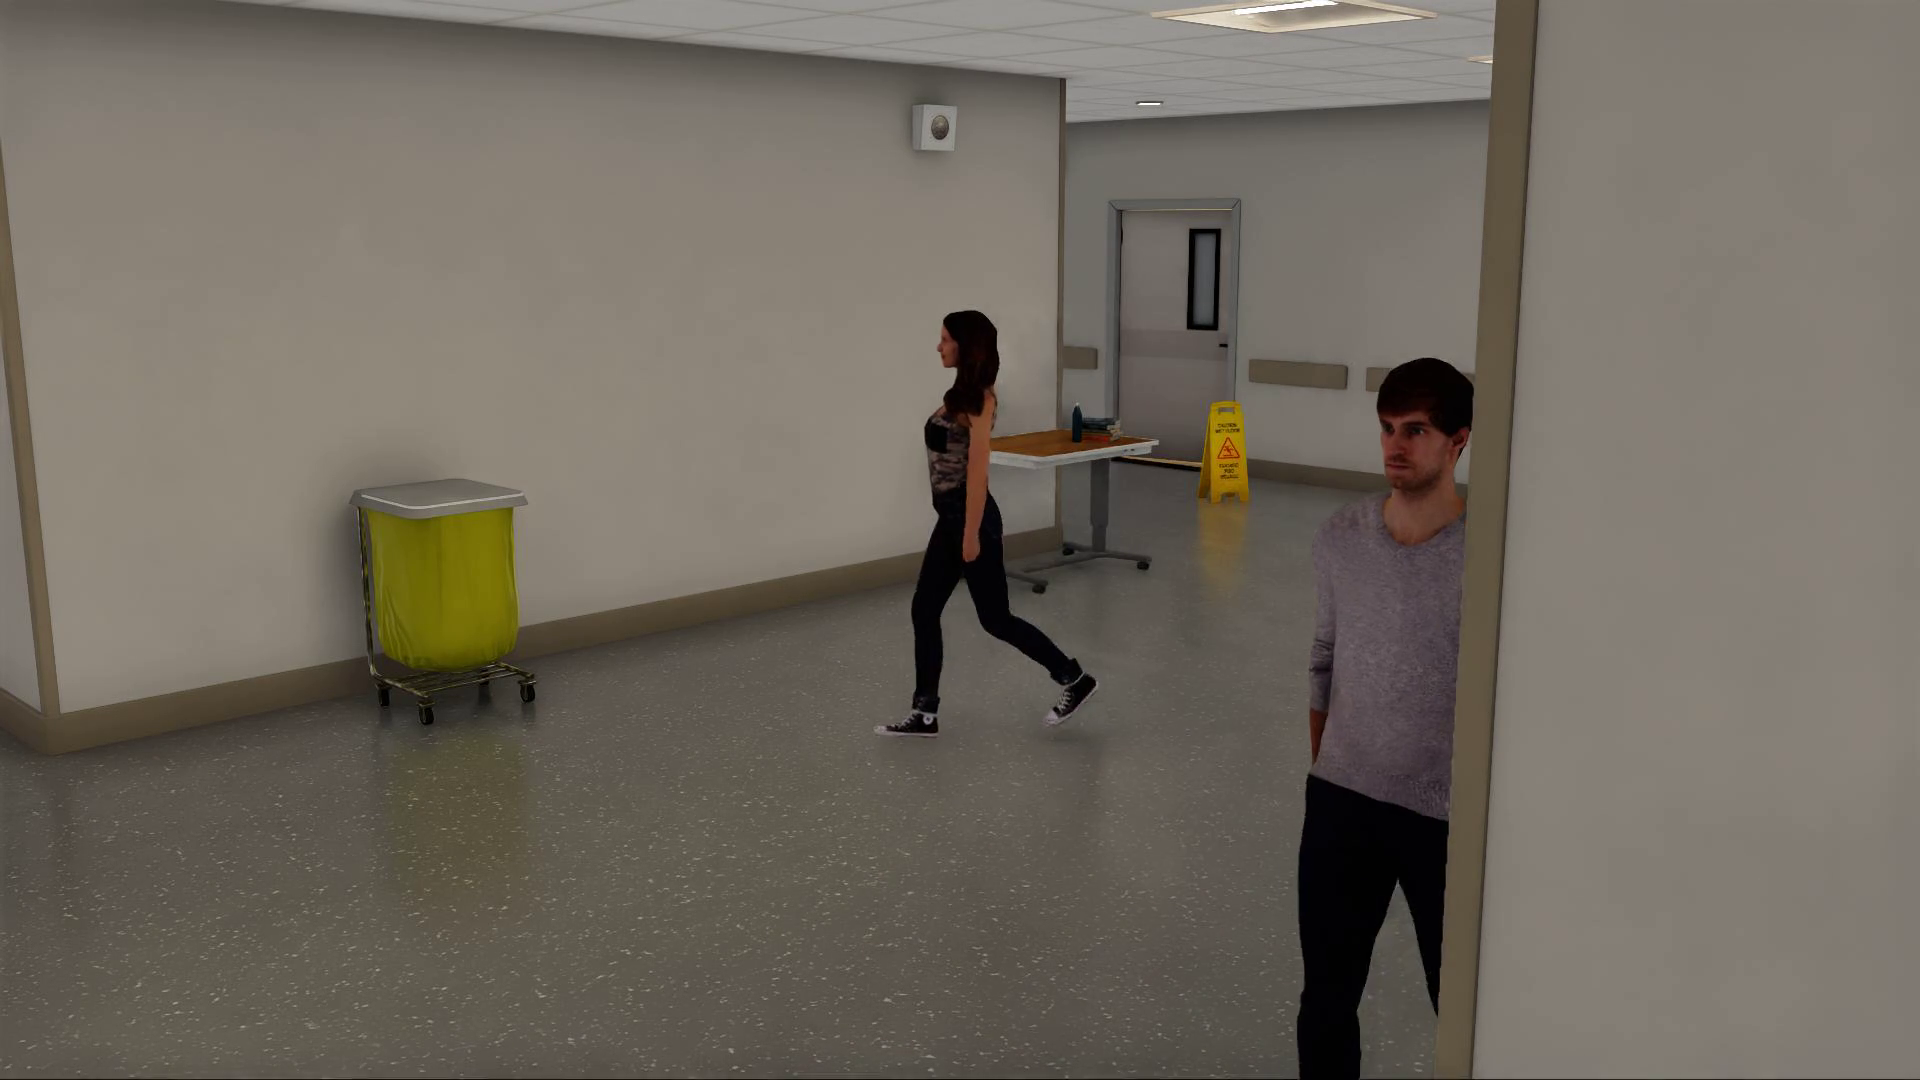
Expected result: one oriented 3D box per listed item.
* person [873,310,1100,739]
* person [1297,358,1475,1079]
[{"bbox_3d":[0.129,-0.024,6.692,1.101,1.736,1.166,-2,11,-11],"label":"person"},{"bbox_3d":[0.989,0.546,3.479,1.027,1.814,0.743,10,14,42],"label":"person"}]
